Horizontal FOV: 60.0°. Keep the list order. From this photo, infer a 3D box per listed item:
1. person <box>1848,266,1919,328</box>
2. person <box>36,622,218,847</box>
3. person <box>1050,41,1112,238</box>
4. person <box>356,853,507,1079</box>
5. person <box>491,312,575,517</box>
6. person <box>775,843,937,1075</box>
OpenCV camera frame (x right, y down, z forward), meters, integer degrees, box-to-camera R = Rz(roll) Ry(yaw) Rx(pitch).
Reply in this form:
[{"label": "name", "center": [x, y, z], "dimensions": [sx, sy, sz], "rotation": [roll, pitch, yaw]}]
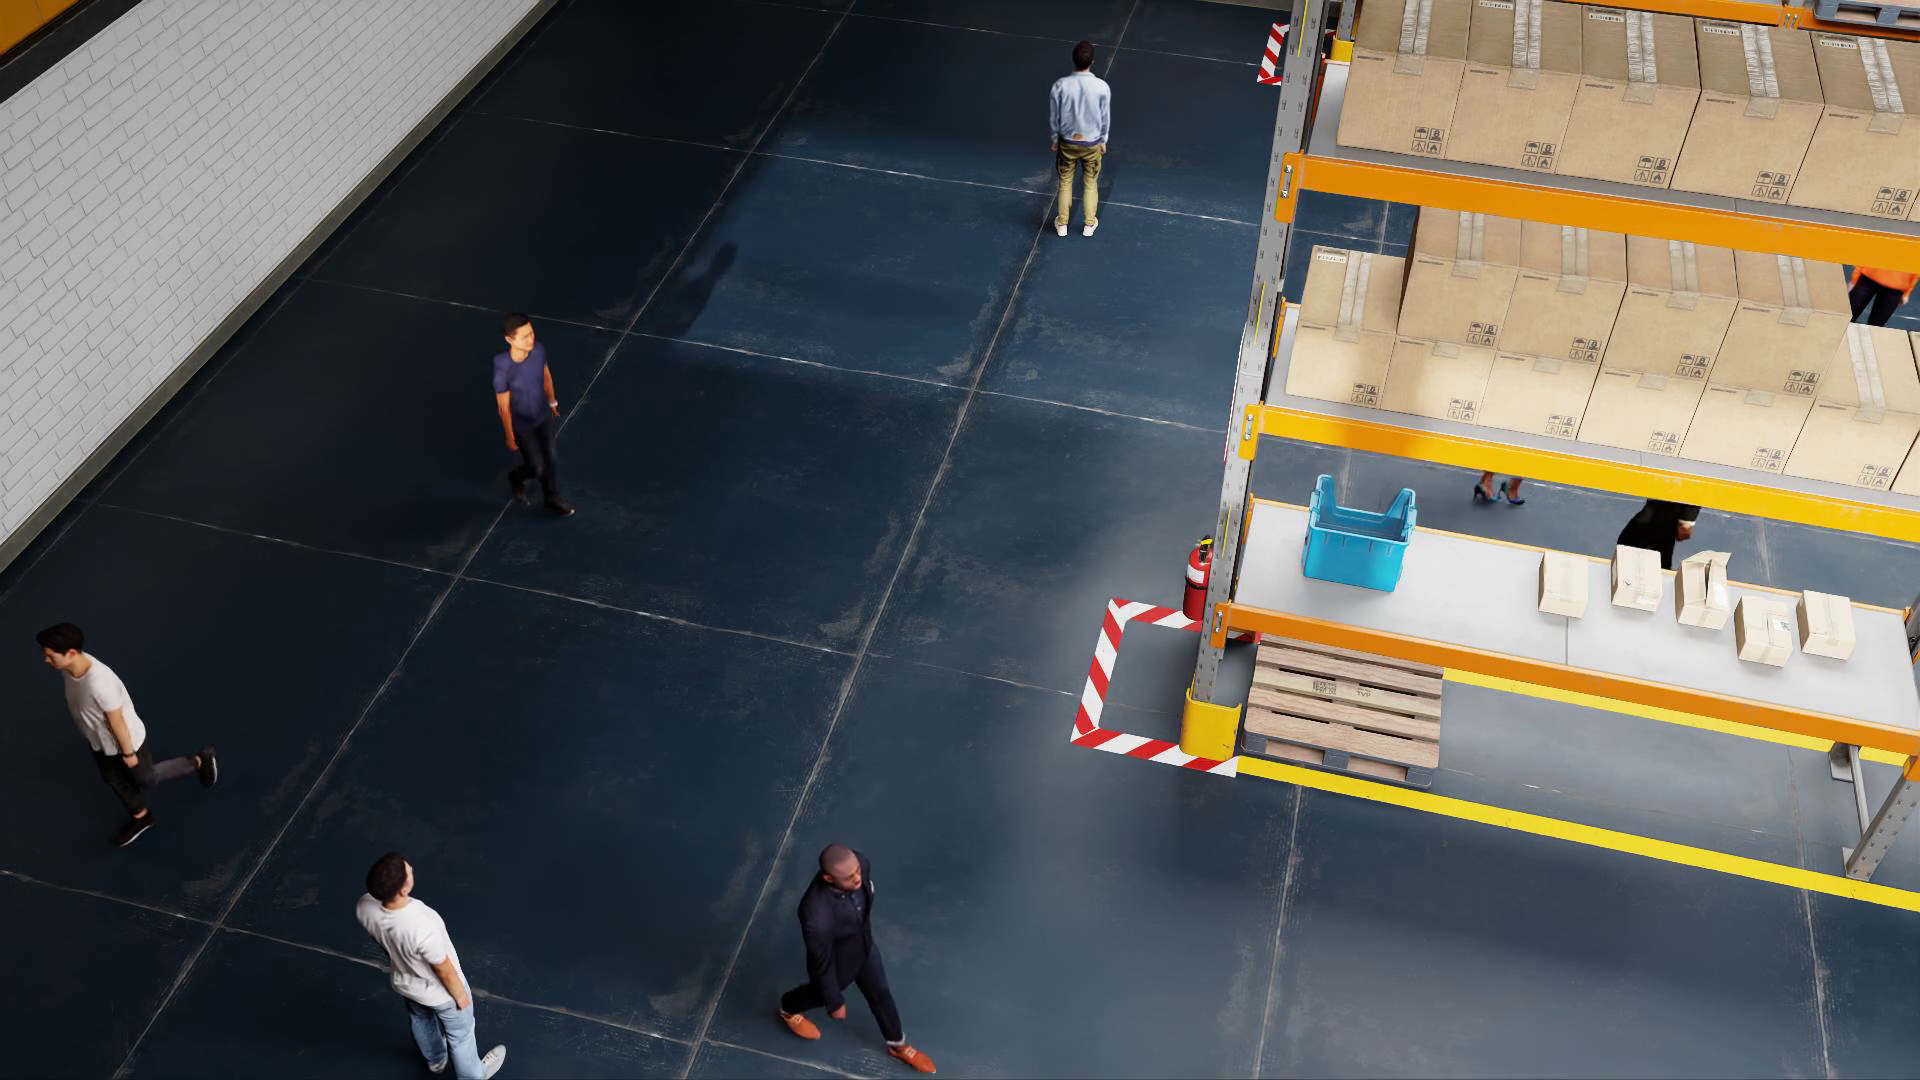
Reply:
[{"label": "person", "center": [7.135, -1.977, 12.899], "dimensions": [0.545, 1.750, 0.712], "rotation": [18, 46, 18]}, {"label": "person", "center": [-4.869, 1.081, 9.726], "dimensions": [0.988, 1.698, 0.883], "rotation": [27, 50, 25]}, {"label": "person", "center": [1.036, -3.458, 14.408], "dimensions": [0.571, 1.812, 0.778], "rotation": [3, 44, 3]}, {"label": "person", "center": [-2.710, 2.208, 8.424], "dimensions": [0.594, 1.862, 0.783], "rotation": [21, 48, 21]}, {"label": "person", "center": [-3.101, -0.886, 11.733], "dimensions": [0.853, 1.778, 0.786], "rotation": [26, 49, 24]}, {"label": "person", "center": [-0.692, 2.120, 8.582], "dimensions": [1.279, 1.772, 0.936], "rotation": [22, 48, 21]}]
